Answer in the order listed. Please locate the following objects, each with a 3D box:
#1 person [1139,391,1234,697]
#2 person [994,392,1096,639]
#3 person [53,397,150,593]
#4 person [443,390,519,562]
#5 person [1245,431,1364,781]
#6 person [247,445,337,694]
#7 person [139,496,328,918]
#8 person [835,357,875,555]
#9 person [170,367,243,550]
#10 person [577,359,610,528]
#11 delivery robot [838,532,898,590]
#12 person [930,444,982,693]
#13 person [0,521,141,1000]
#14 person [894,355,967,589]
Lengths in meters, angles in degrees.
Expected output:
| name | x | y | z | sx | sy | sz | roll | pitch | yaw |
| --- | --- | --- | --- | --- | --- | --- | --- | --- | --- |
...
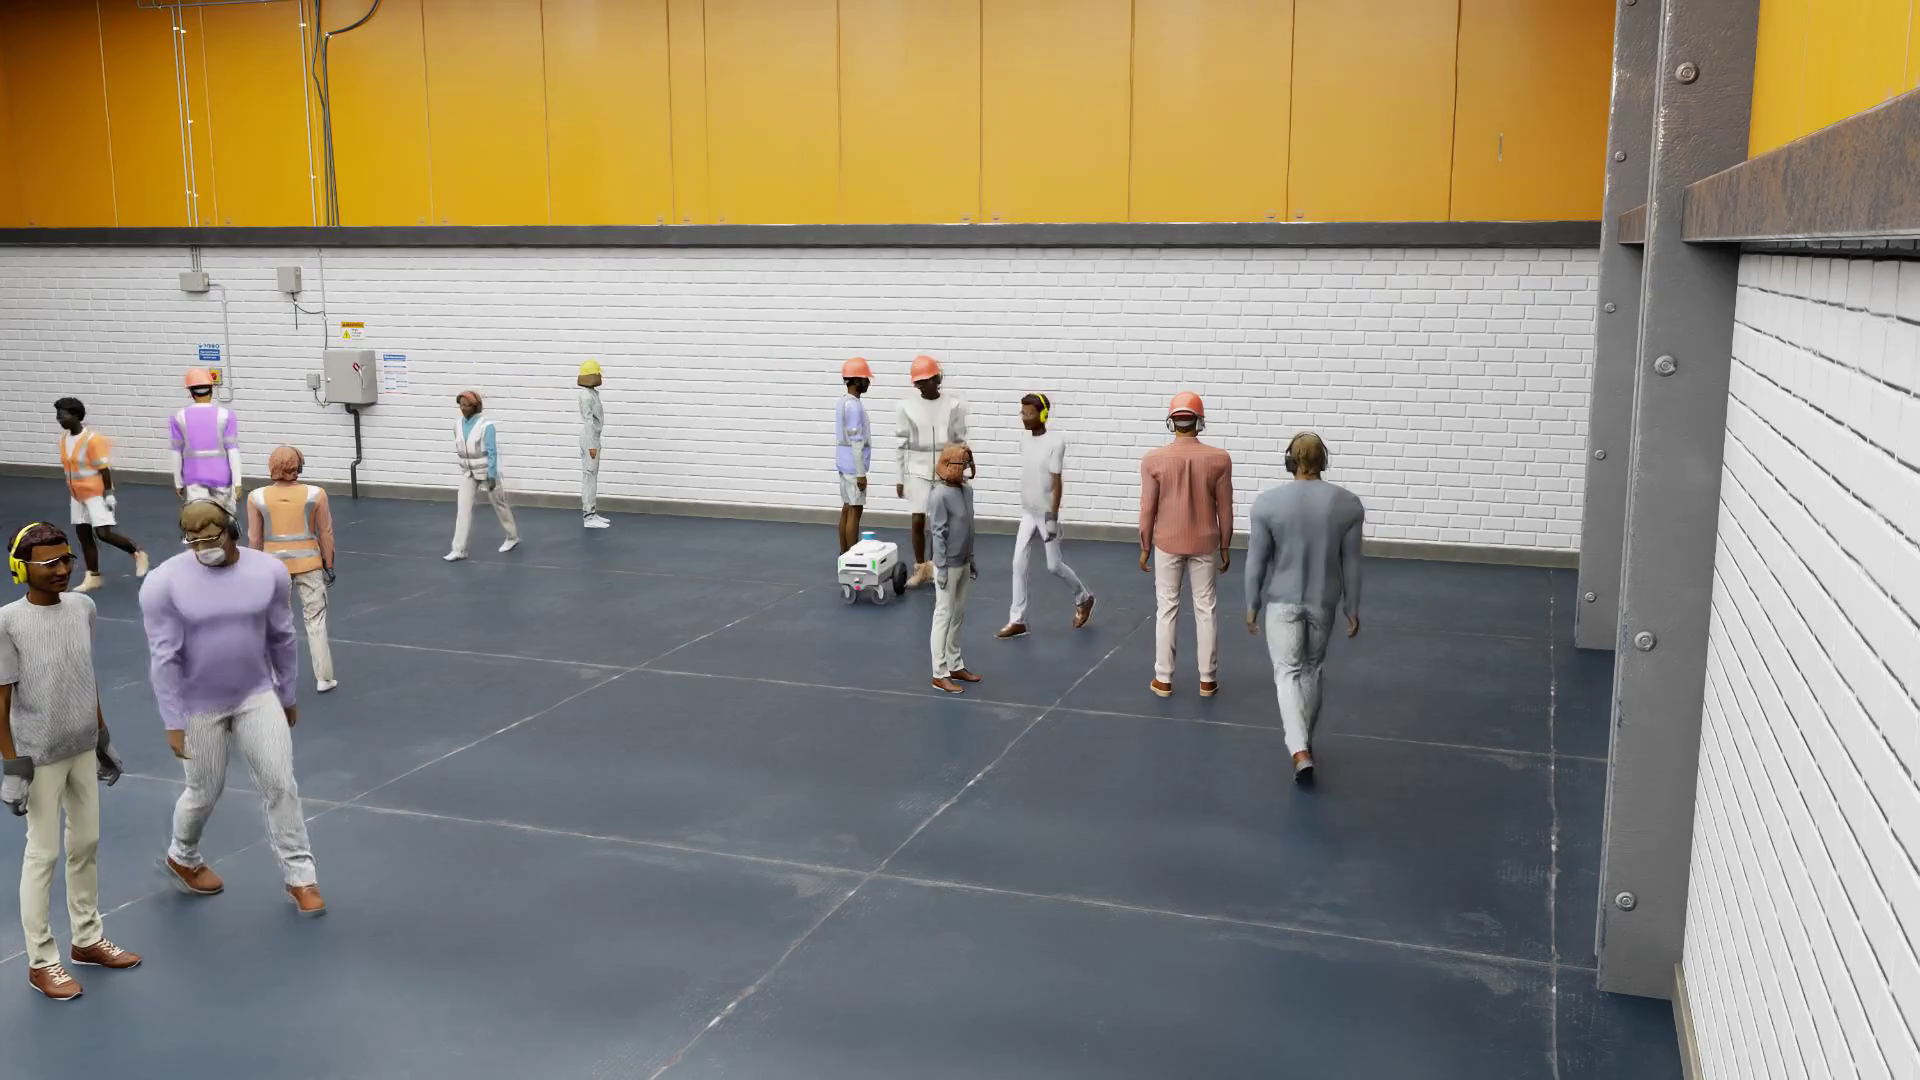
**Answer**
| name | x | y | z | sx | sy | sz | roll | pitch | yaw |
| --- | --- | --- | --- | --- | --- | --- | --- | --- | --- |
| person | 1.462 | 0.034 | 10.786 | 0.610 | 1.985 | 0.392 | 0 | 10 | 2 |
| person | 0.655 | -0.196 | 12.509 | 0.867 | 1.841 | 0.533 | -9 | 14 | -42 |
| person | -7.300 | -0.397 | 14.080 | 0.542 | 1.676 | 0.549 | 5 | 11 | 27 |
| person | -4.493 | -0.622 | 15.602 | 0.524 | 1.582 | 0.914 | 5 | 11 | 24 |
| person | 1.903 | 0.366 | 9.169 | 0.641 | 1.917 | 0.857 | 0 | 10 | -2 |
| person | -4.332 | 0.202 | 10.812 | 0.523 | 1.638 | 0.310 | -3 | 11 | -17 |
| person | -3.230 | 0.707 | 7.293 | 0.642 | 1.885 | 0.784 | -8 | 13 | -39 |
| person | -0.921 | -0.651 | 14.768 | 0.358 | 1.941 | 0.543 | -3 | 11 | -16 |
| person | -6.473 | -0.538 | 14.295 | 0.546 | 1.892 | 0.927 | -3 | 10 | -15 |
| person | -3.815 | -1.004 | 17.308 | 0.285 | 1.746 | 0.491 | -2 | 10 | -10 |
| delivery robot | -0.758 | 0.175 | 13.751 | 0.477 | 0.478 | 0.707 | 2 | 10 | 13 |
| person | -0.029 | 0.175 | 10.980 | 0.279 | 1.633 | 0.500 | 5 | 11 | 25 |
| person | -3.530 | 0.846 | 6.537 | 0.316 | 1.870 | 0.531 | 3 | 11 | 17 |
| person | -0.239 | -0.570 | 14.142 | 0.631 | 2.008 | 0.490 | -2 | 10 | -8 |
